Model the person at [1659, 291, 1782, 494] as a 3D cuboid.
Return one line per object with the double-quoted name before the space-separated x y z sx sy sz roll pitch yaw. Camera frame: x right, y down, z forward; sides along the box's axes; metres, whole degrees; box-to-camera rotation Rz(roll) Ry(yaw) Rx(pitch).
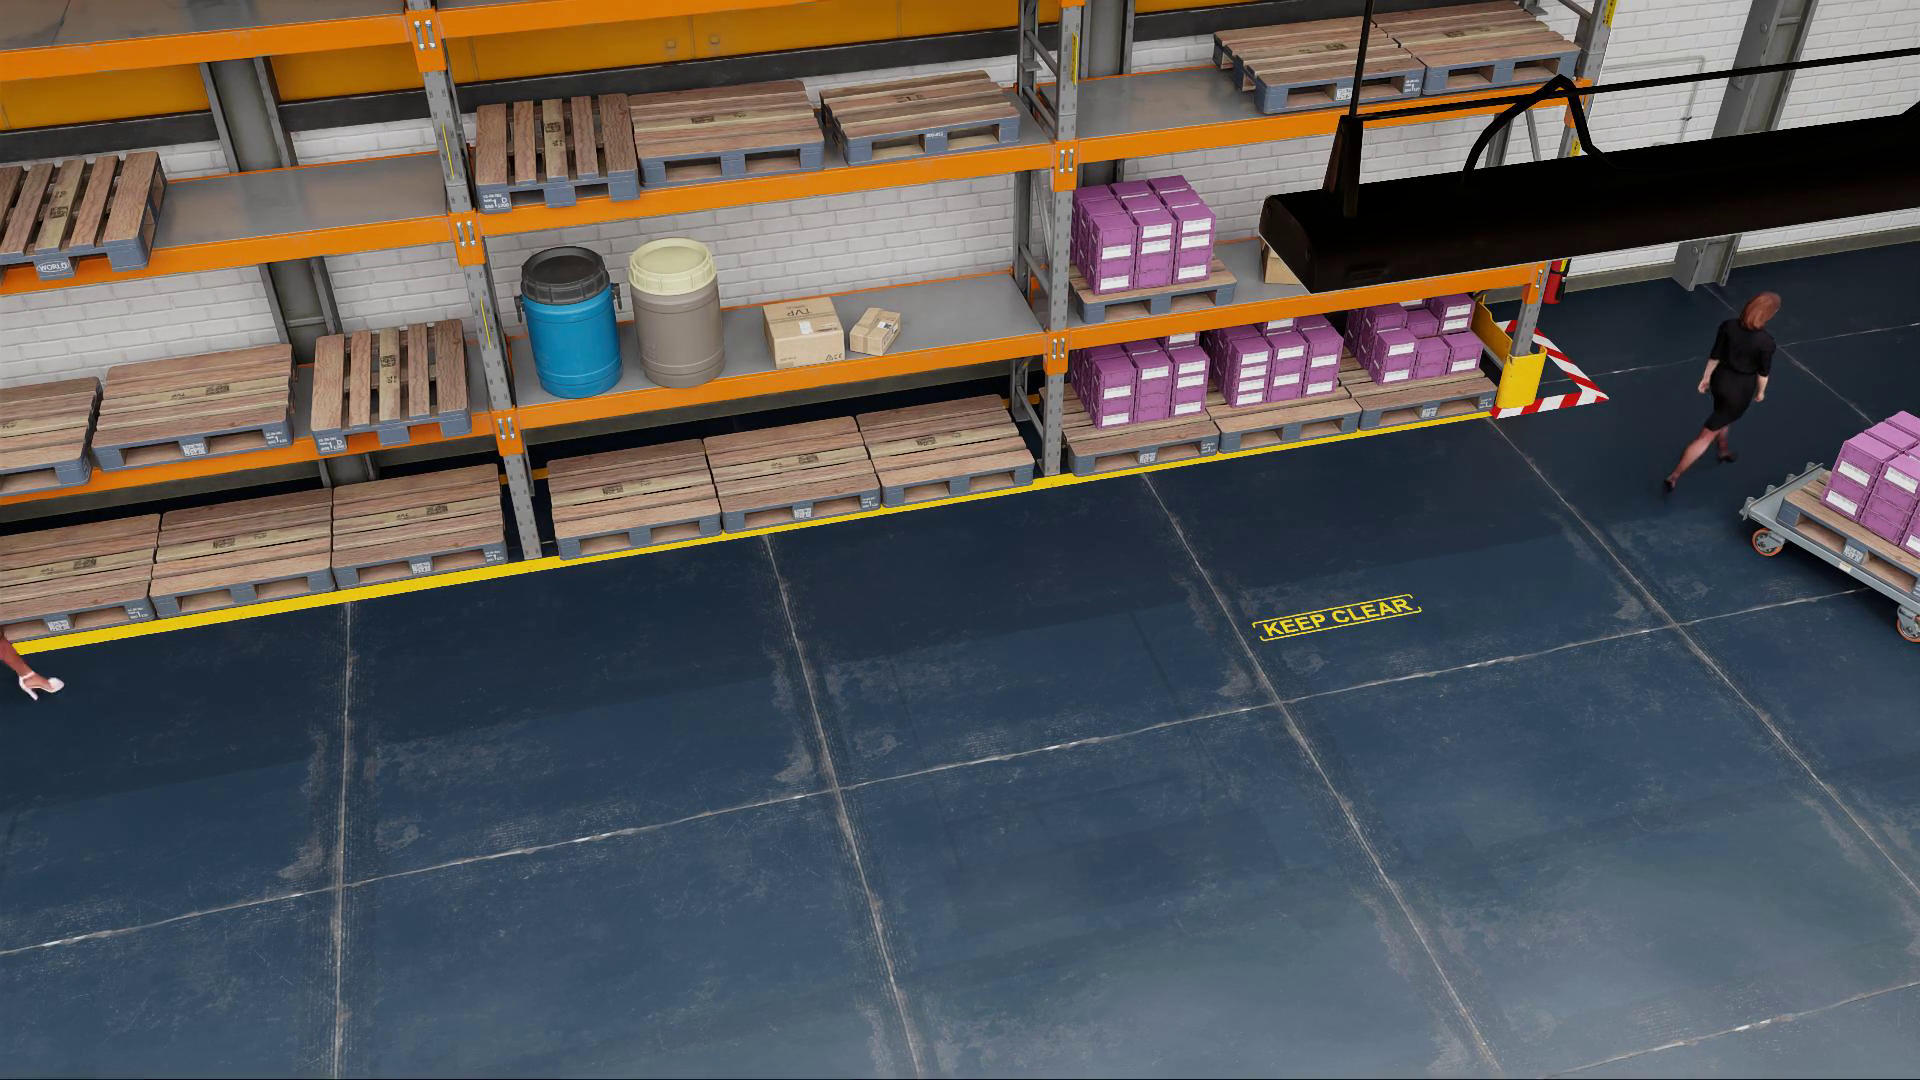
"person" 5.672 -1.038 12.388 1.200 1.645 0.808 -22 44 -25
